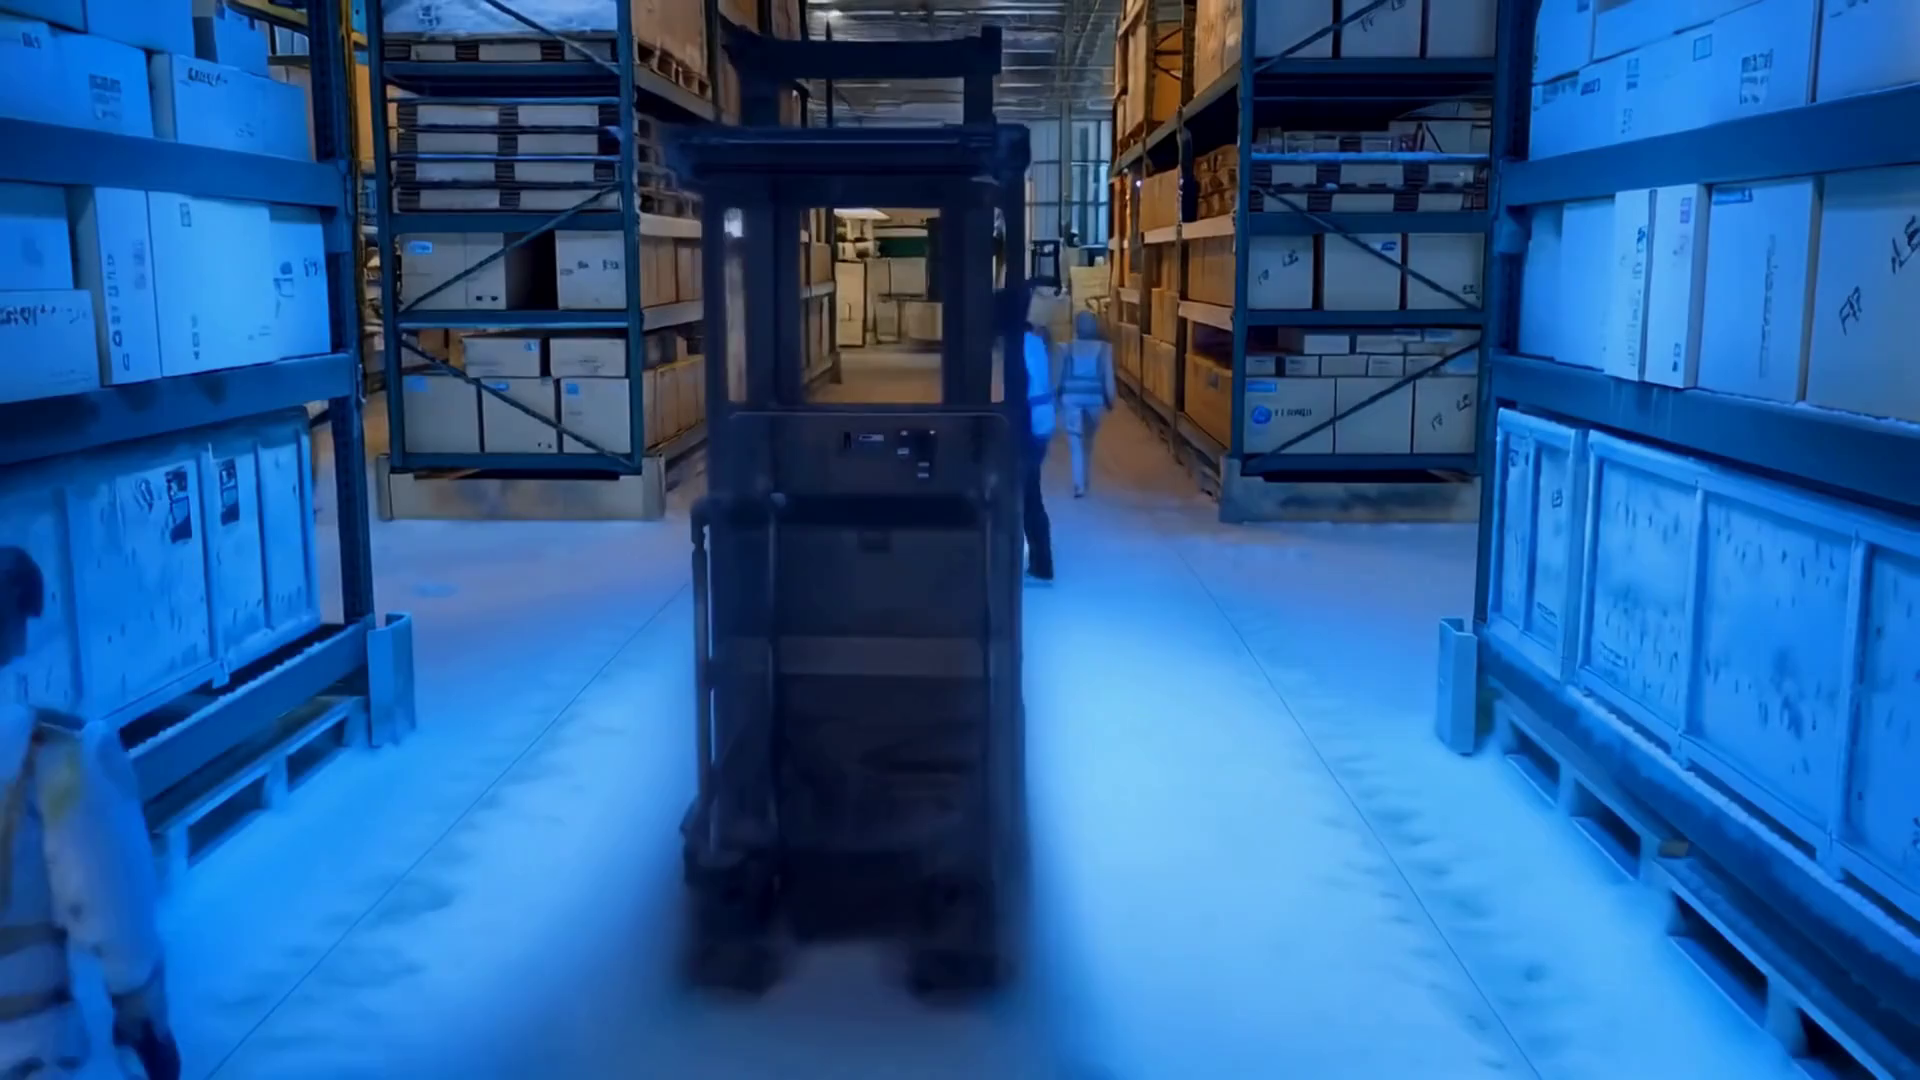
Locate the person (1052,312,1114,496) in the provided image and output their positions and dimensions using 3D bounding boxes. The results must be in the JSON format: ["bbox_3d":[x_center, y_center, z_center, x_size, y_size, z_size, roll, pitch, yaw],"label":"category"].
[{"bbox_3d":[1.073,-1.194,14.558,0.529,1.595,0.847,0,9,-2],"label":"person"}]

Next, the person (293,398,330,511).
[{"bbox_3d":[-5.351,-1.224,13.455,0.609,2.024,0.423,-2,10,-13],"label":"person"}]

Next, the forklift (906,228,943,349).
[{"bbox_3d":[-0.301,-5.918,39.014,1.129,2.768,1.873,8,12,40],"label":"forklift"}]

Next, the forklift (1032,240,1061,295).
[{"bbox_3d":[3.176,-9.648,61.353,1.129,2.768,1.873,0,9,1],"label":"forklift"}]

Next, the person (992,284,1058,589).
[{"bbox_3d":[0.273,-0.630,10.262,0.723,1.892,0.637,2,10,13],"label":"person"}]

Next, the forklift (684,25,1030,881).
[{"bbox_3d":[-0.318,-0.415,6.050,1.129,2.768,1.873,0,9,1],"label":"forklift"}]

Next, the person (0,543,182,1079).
[{"bbox_3d":[-1.529,0.799,2.594,0.531,1.605,0.824,0,9,-1],"label":"person"}]

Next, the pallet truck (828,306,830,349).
[{"bbox_3d":[-3.100,-3.940,29.800,1.885,1.965,0.823,3,10,19],"label":"pallet truck"}]
